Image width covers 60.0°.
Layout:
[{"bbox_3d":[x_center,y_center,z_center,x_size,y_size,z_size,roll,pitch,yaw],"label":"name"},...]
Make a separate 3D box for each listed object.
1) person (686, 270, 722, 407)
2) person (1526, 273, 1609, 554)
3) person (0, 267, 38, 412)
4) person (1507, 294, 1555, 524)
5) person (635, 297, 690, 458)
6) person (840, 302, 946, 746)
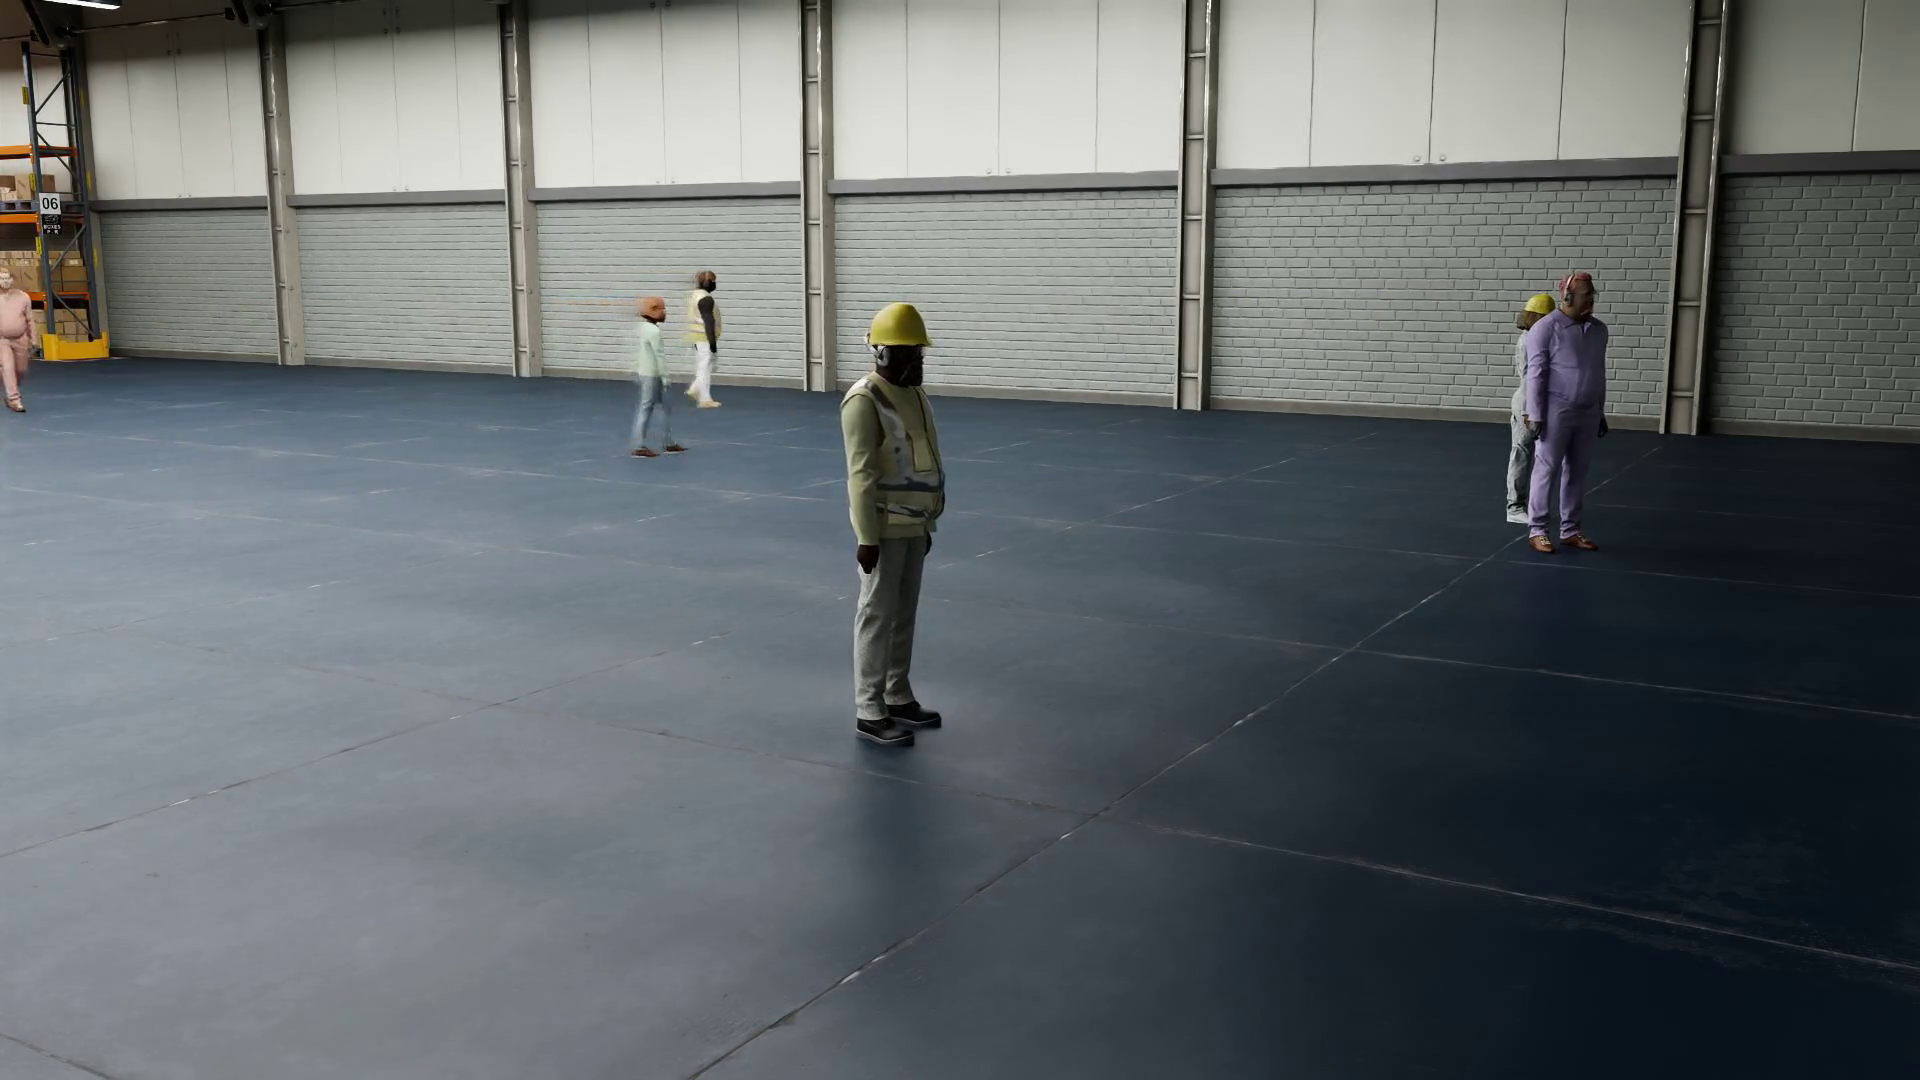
[{"bbox_3d":[-3.390,-2.680,22.235,0.432,1.829,0.639,-3,10,-15],"label":"person"},{"bbox_3d":[4.178,-0.863,11.387,0.654,1.905,0.408,-4,10,-21],"label":"person"},{"bbox_3d":[-12.481,-2.629,21.799,0.844,1.881,0.648,9,13,41],"label":"person"},{"bbox_3d":[4.356,-0.996,12.662,0.305,1.738,0.484,4,11,23],"label":"person"},{"bbox_3d":[-2.988,-1.635,16.742,0.700,1.606,0.533,-4,10,-21],"label":"person"},{"bbox_3d":[-0.265,-0.073,6.977,0.404,1.830,0.600,4,10,22],"label":"person"}]
